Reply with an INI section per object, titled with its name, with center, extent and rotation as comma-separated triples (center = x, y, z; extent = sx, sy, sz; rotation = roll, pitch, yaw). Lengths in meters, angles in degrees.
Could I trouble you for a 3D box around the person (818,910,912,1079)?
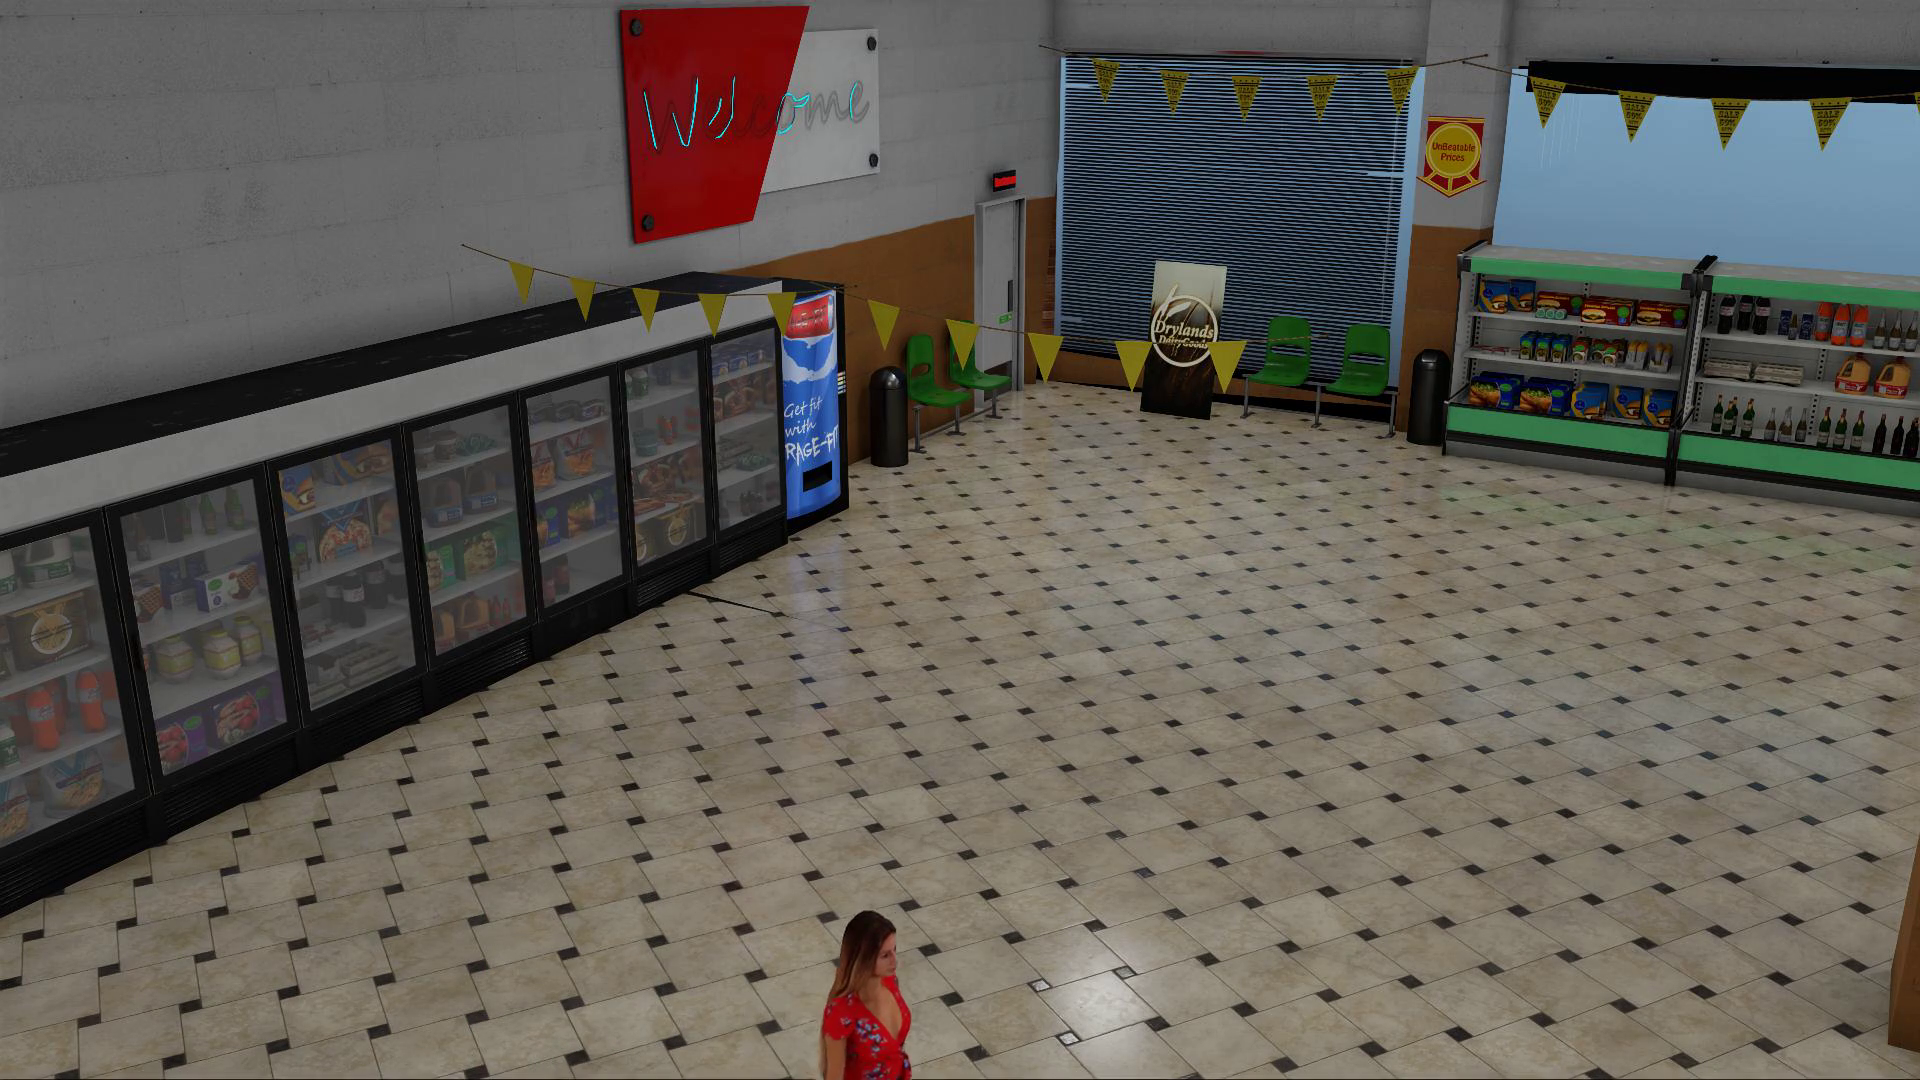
[person]
center = -0.405, 2.045, 6.034
extent = 0.634, 1.583, 0.573
rotation = 11, 21, 29
